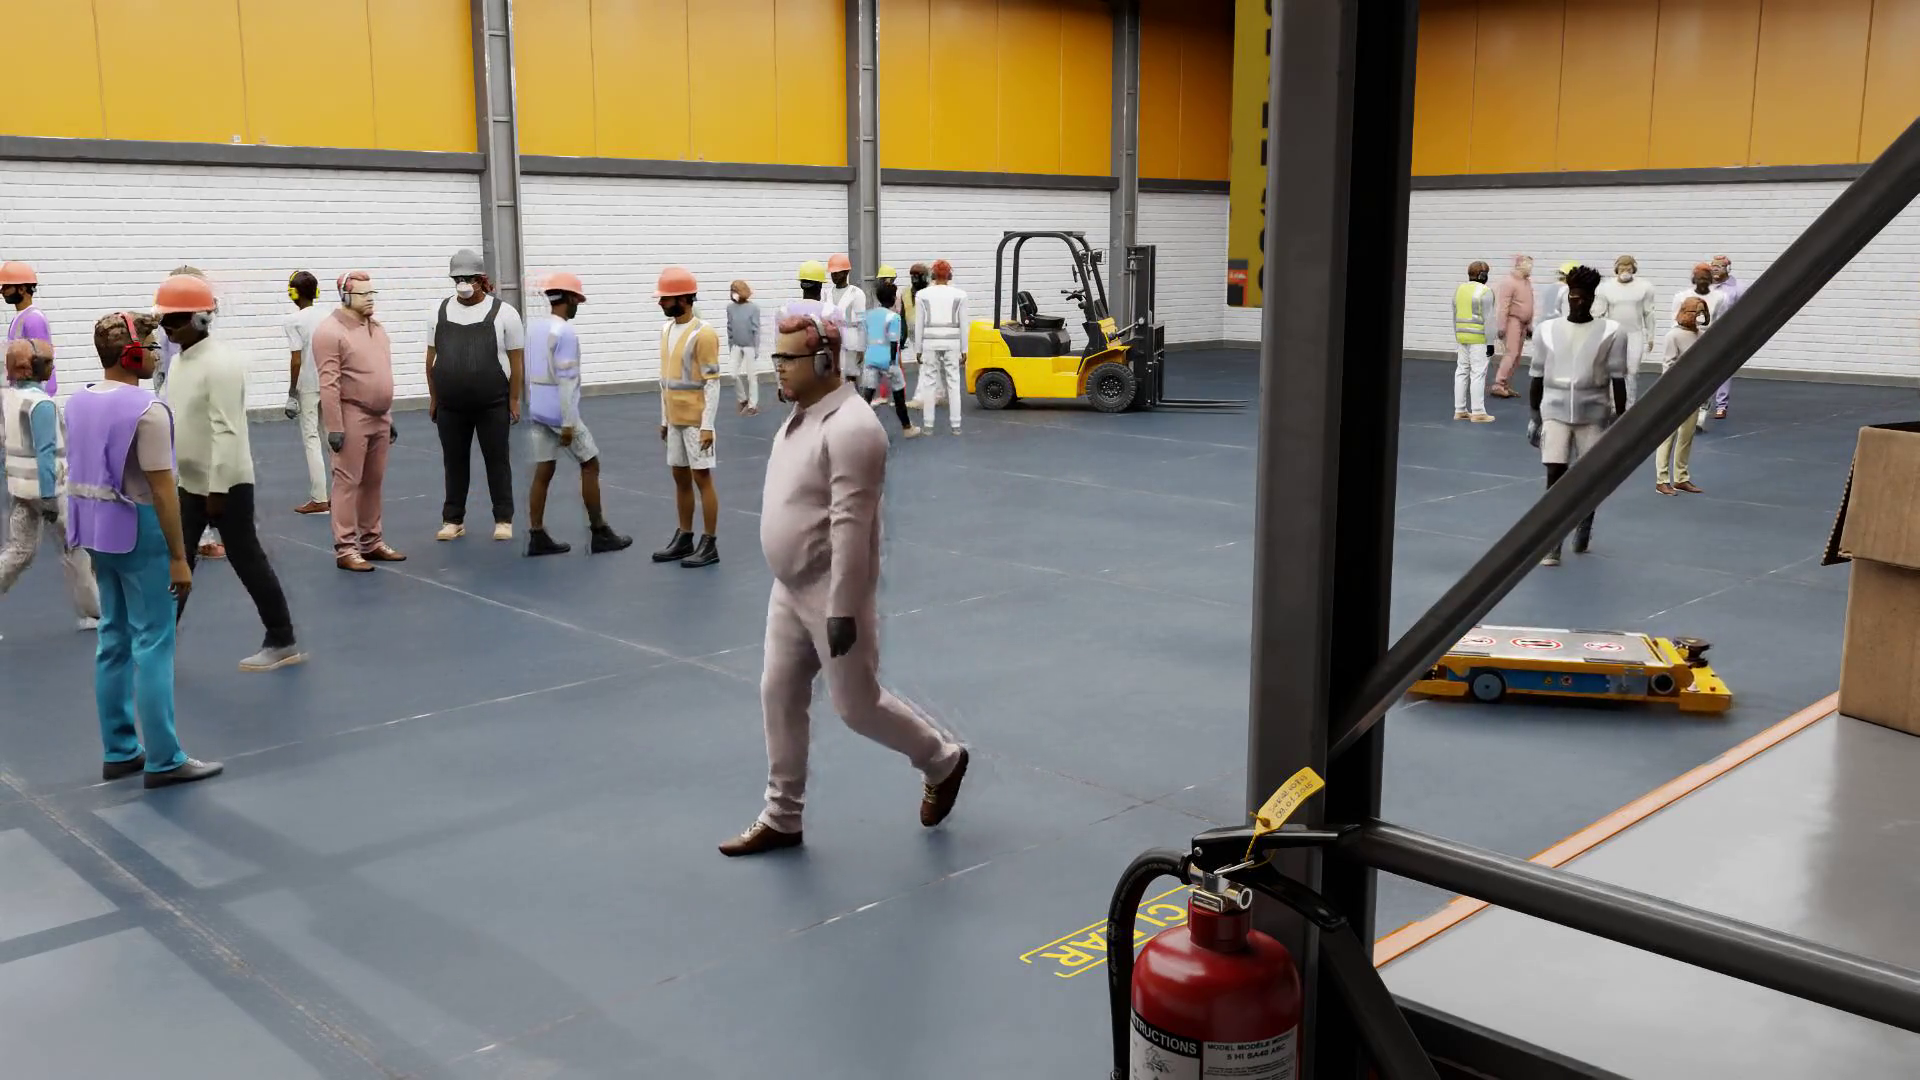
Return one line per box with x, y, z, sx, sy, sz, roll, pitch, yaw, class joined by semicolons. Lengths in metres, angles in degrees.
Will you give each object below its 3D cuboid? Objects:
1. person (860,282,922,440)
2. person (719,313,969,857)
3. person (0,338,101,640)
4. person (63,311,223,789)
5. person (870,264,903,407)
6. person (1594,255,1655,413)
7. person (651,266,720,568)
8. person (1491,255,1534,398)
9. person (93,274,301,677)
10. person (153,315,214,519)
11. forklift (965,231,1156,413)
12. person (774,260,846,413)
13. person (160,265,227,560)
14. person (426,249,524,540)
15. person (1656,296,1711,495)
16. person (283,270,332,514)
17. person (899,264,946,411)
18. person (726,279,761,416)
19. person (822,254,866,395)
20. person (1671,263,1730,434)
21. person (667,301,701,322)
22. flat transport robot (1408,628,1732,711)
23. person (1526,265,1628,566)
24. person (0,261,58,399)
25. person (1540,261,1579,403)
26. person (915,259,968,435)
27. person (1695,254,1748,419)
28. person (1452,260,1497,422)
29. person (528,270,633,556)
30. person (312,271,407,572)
-0.784;-1.831;17.188;0.545;1.651;0.848;9;14;41;person
-0.403;0.155;5.749;0.843;1.881;0.644;-6;12;-30;person
-4.907;-0.264;8.795;0.527;1.605;0.814;9;14;41;person
-3.215;0.043;6.440;0.569;1.843;0.374;6;12;30;person
-0.906;-2.554;20.823;0.525;1.769;0.310;8;13;38;person
7.510;-2.268;18.867;0.664;1.903;0.853;4;11;22;person
-1.771;-0.787;10.727;0.375;1.934;0.547;-10;14;-43;person
7.333;-2.803;21.908;0.410;1.870;0.706;9;14;40;person
-3.664;-0.280;7.940;0.640;1.945;0.934;9;13;39;person
-5.835;-1.012;12.476;0.492;1.742;0.316;8;13;36;person
1.222;-2.721;20.561;2.313;2.155;1.214;2;11;13;forklift
-1.210;-1.309;13.591;0.594;1.924;0.384;2;11;12;person
-5.048;-0.838;10.995;0.372;1.940;0.632;-4;11;-23;person
-3.404;-1.003;11.615;0.674;2.000;0.535;0;10;-1;person
5.995;-1.188;13.733;0.499;1.634;0.279;-5;11;-25;person
-4.969;-1.128;12.773;0.313;1.865;0.528;5;11;23;person
-0.439;-2.509;20.550;0.634;1.789;0.951;9;14;40;person
-2.545;-2.257;19.619;0.520;1.616;0.373;4;11;22;person
-1.271;-2.071;17.725;0.552;1.933;0.371;6;12;29;person
8.002;-2.068;18.026;0.564;1.829;0.954;5;11;25;person
-3.323;-2.329;19.954;0.509;1.632;0.266;6;12;31;person
2.788;0.580;7.810;1.431;0.197;0.652;2;11;13;flat transport robot
4.048;-0.824;10.910;0.633;1.942;0.728;5;12;27;person
-7.007;-1.120;12.531;0.355;1.939;0.544;-8;13;-38;person
7.570;-2.609;20.996;0.443;1.806;0.646;-2;11;-11;person
-0.198;-2.056;17.824;0.573;1.876;0.355;0;10;1;person
8.816;-2.369;19.429;0.402;1.909;0.639;-10;14;-43;person
5.920;-2.275;19.093;0.429;1.844;0.627;-5;11;-23;person
-2.600;-0.848;11.169;0.809;1.890;0.544;-9;14;-41;person
-3.827;-0.764;10.679;0.399;1.907;0.644;3;11;16;person
